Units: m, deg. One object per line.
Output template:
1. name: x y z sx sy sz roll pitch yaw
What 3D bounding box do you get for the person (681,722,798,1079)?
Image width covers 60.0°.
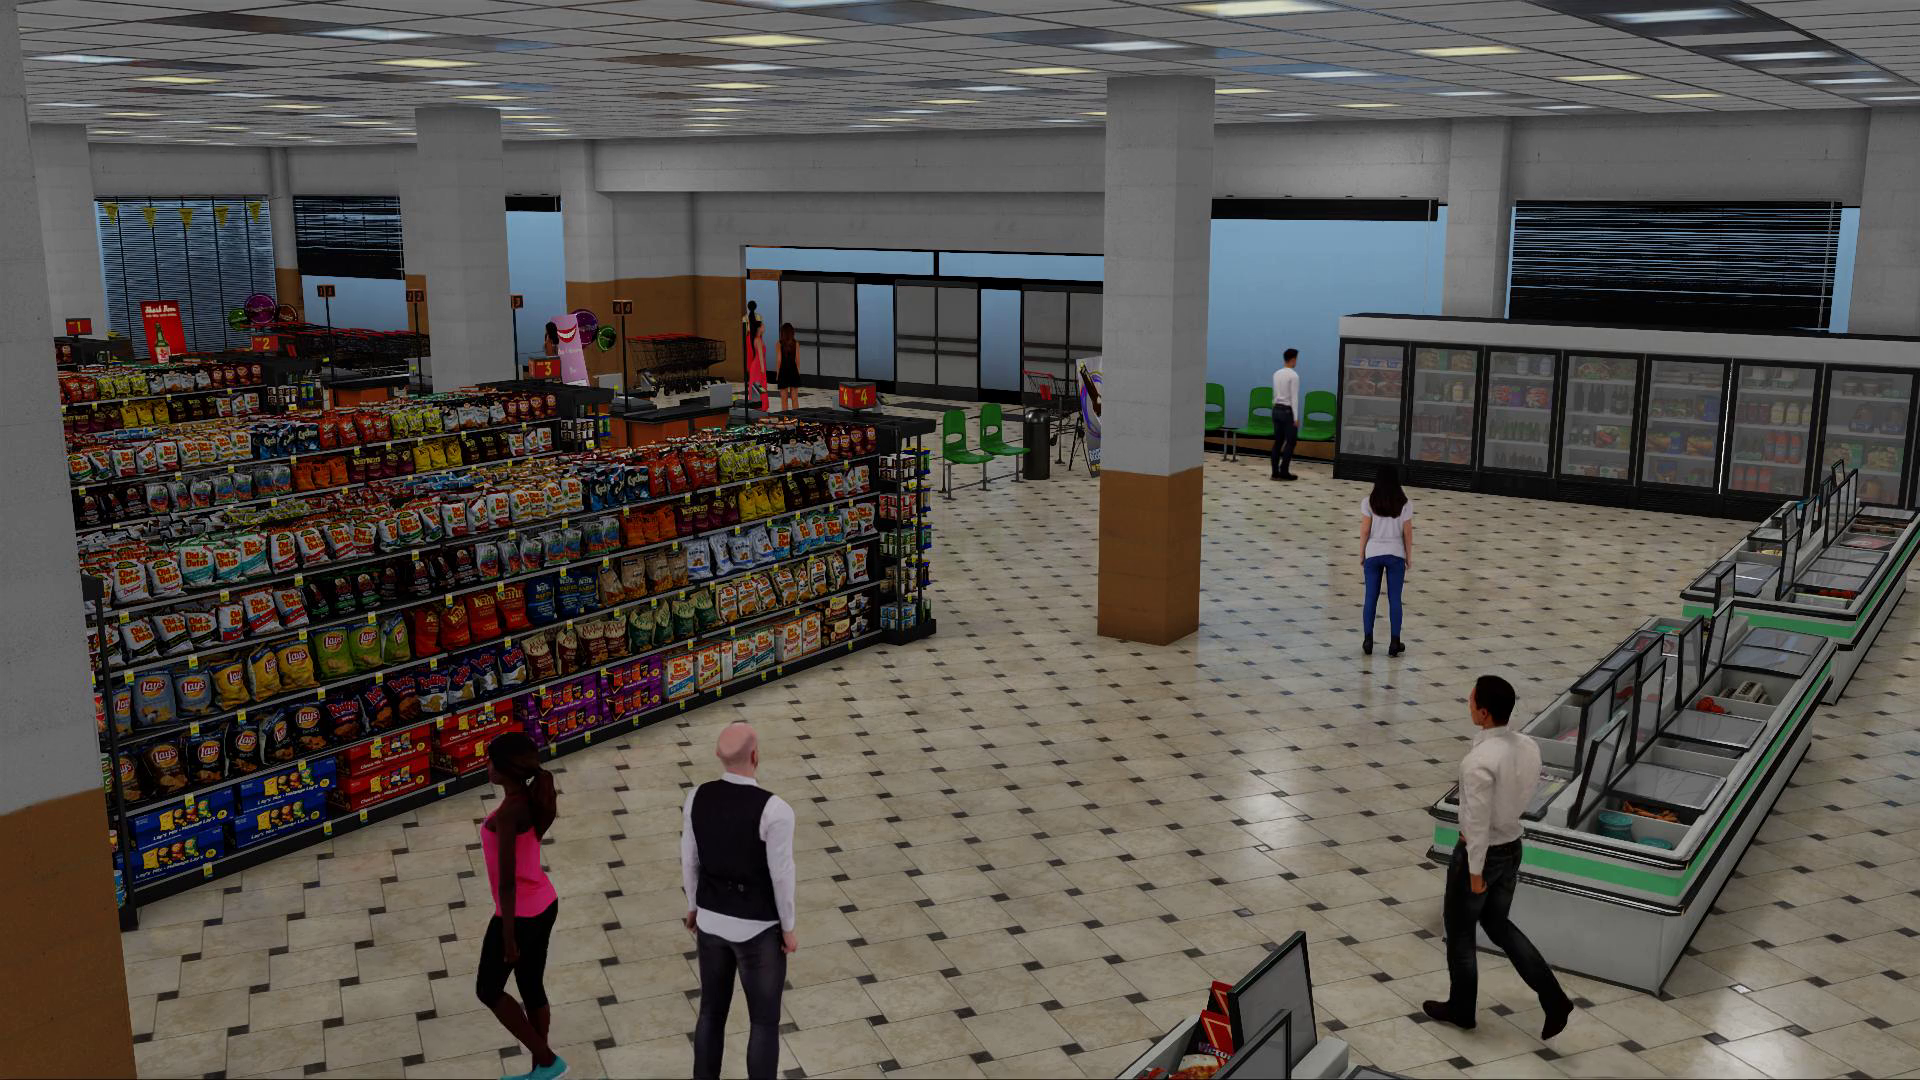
1. person: -0.953 1.678 7.155 0.736 1.817 0.656 5 13 23

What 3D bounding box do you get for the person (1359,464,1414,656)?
1. person: 3.724 0.182 14.585 0.655 1.684 0.609 4 13 20

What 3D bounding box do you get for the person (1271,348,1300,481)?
1. person: 4.559 -1.764 23.401 0.723 1.858 0.713 -8 14 -32

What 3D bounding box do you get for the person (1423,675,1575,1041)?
1. person: 2.592 1.538 7.884 1.000 1.791 0.882 -10 15 -39

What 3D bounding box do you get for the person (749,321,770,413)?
1. person: -3.638 -3.104 30.086 0.750 1.726 0.715 -4 13 -19

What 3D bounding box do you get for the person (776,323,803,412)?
1. person: -2.917 -2.765 28.215 0.631 1.834 0.728 -5 13 -22

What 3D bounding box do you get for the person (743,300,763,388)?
1. person: -4.294 -4.076 34.541 0.631 1.793 0.736 -5 13 -23

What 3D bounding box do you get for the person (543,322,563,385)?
1. person: -7.539 -3.217 30.819 0.784 1.645 0.640 2 12 7

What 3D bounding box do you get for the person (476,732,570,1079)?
1. person: -1.858 1.685 7.375 0.721 1.714 0.661 3 12 14
